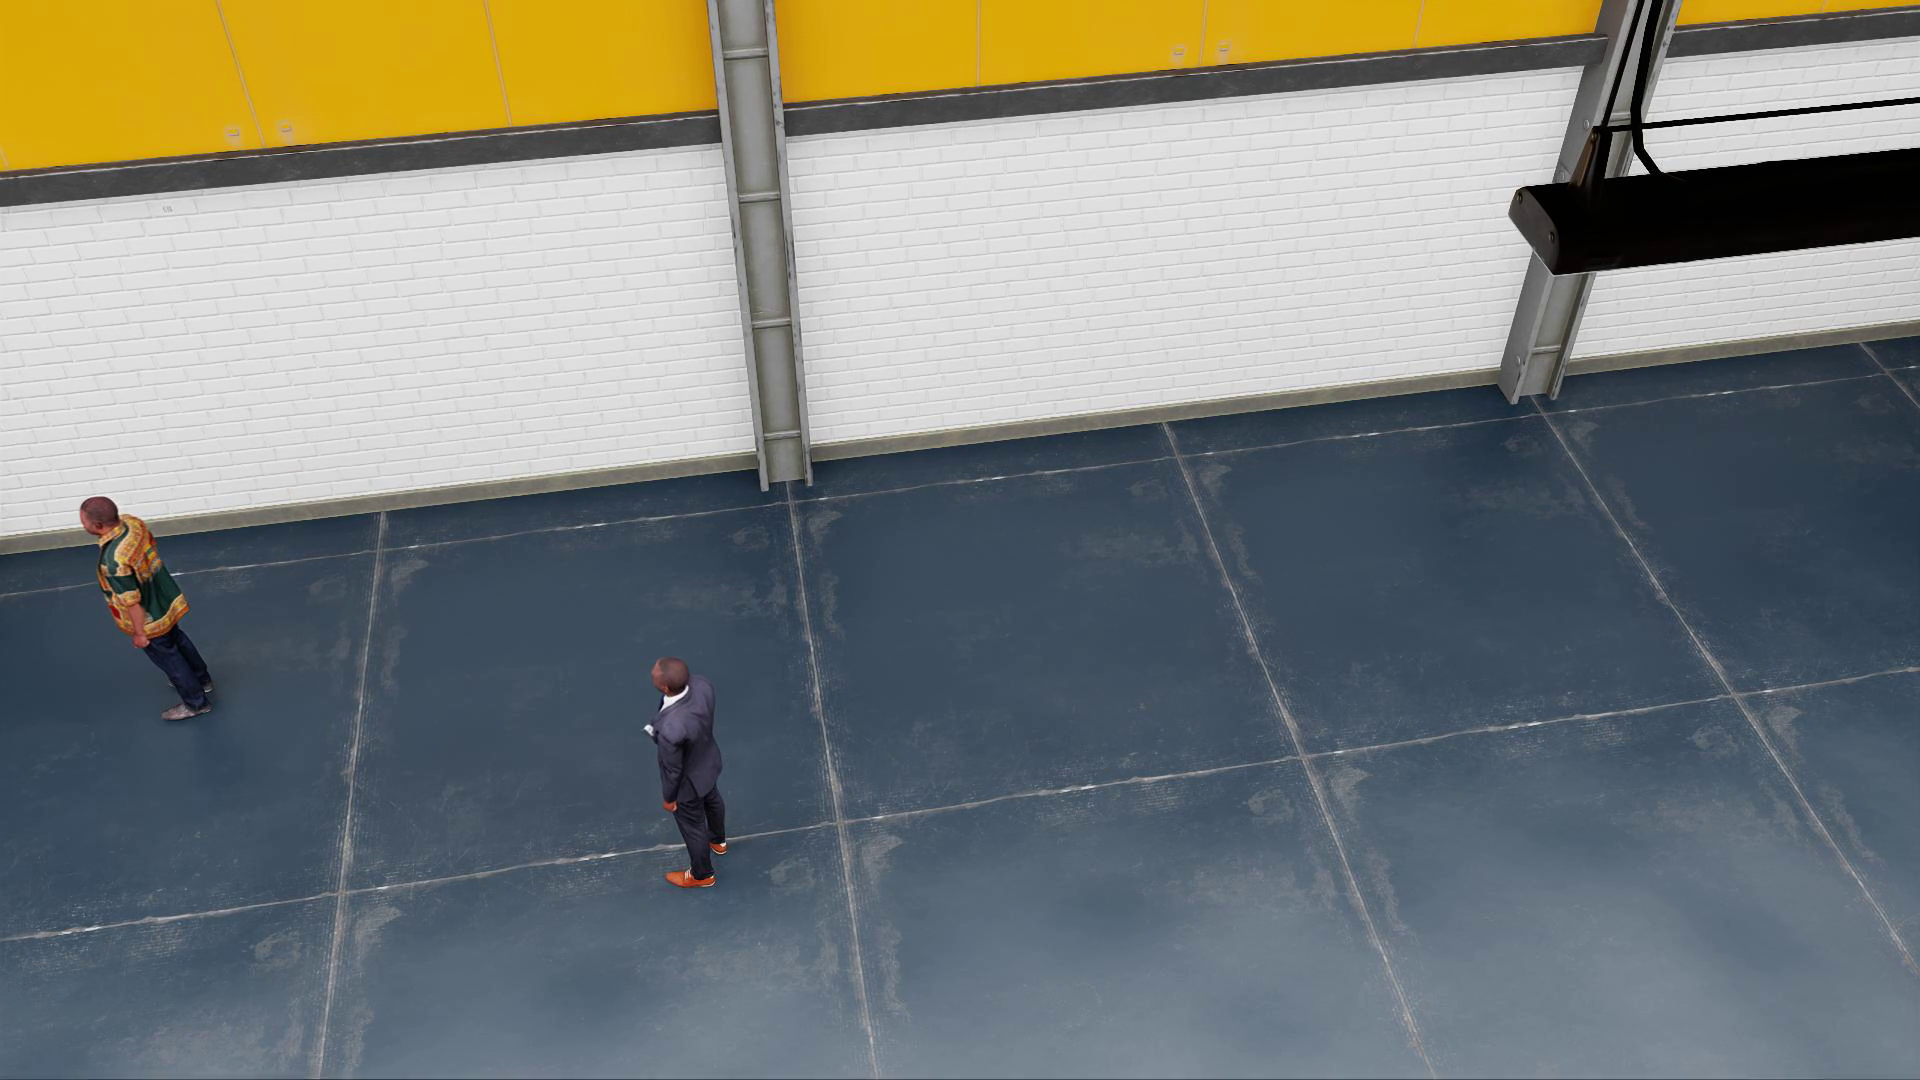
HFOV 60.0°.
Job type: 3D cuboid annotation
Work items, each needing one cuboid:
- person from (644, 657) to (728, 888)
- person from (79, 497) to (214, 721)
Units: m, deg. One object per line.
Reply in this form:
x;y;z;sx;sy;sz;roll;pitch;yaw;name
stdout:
-1.535;1.306;9.466;0.779;1.824;0.787;13;45;13;person
-5.083;0.417;10.412;0.628;1.806;0.679;-7;44;-7;person
